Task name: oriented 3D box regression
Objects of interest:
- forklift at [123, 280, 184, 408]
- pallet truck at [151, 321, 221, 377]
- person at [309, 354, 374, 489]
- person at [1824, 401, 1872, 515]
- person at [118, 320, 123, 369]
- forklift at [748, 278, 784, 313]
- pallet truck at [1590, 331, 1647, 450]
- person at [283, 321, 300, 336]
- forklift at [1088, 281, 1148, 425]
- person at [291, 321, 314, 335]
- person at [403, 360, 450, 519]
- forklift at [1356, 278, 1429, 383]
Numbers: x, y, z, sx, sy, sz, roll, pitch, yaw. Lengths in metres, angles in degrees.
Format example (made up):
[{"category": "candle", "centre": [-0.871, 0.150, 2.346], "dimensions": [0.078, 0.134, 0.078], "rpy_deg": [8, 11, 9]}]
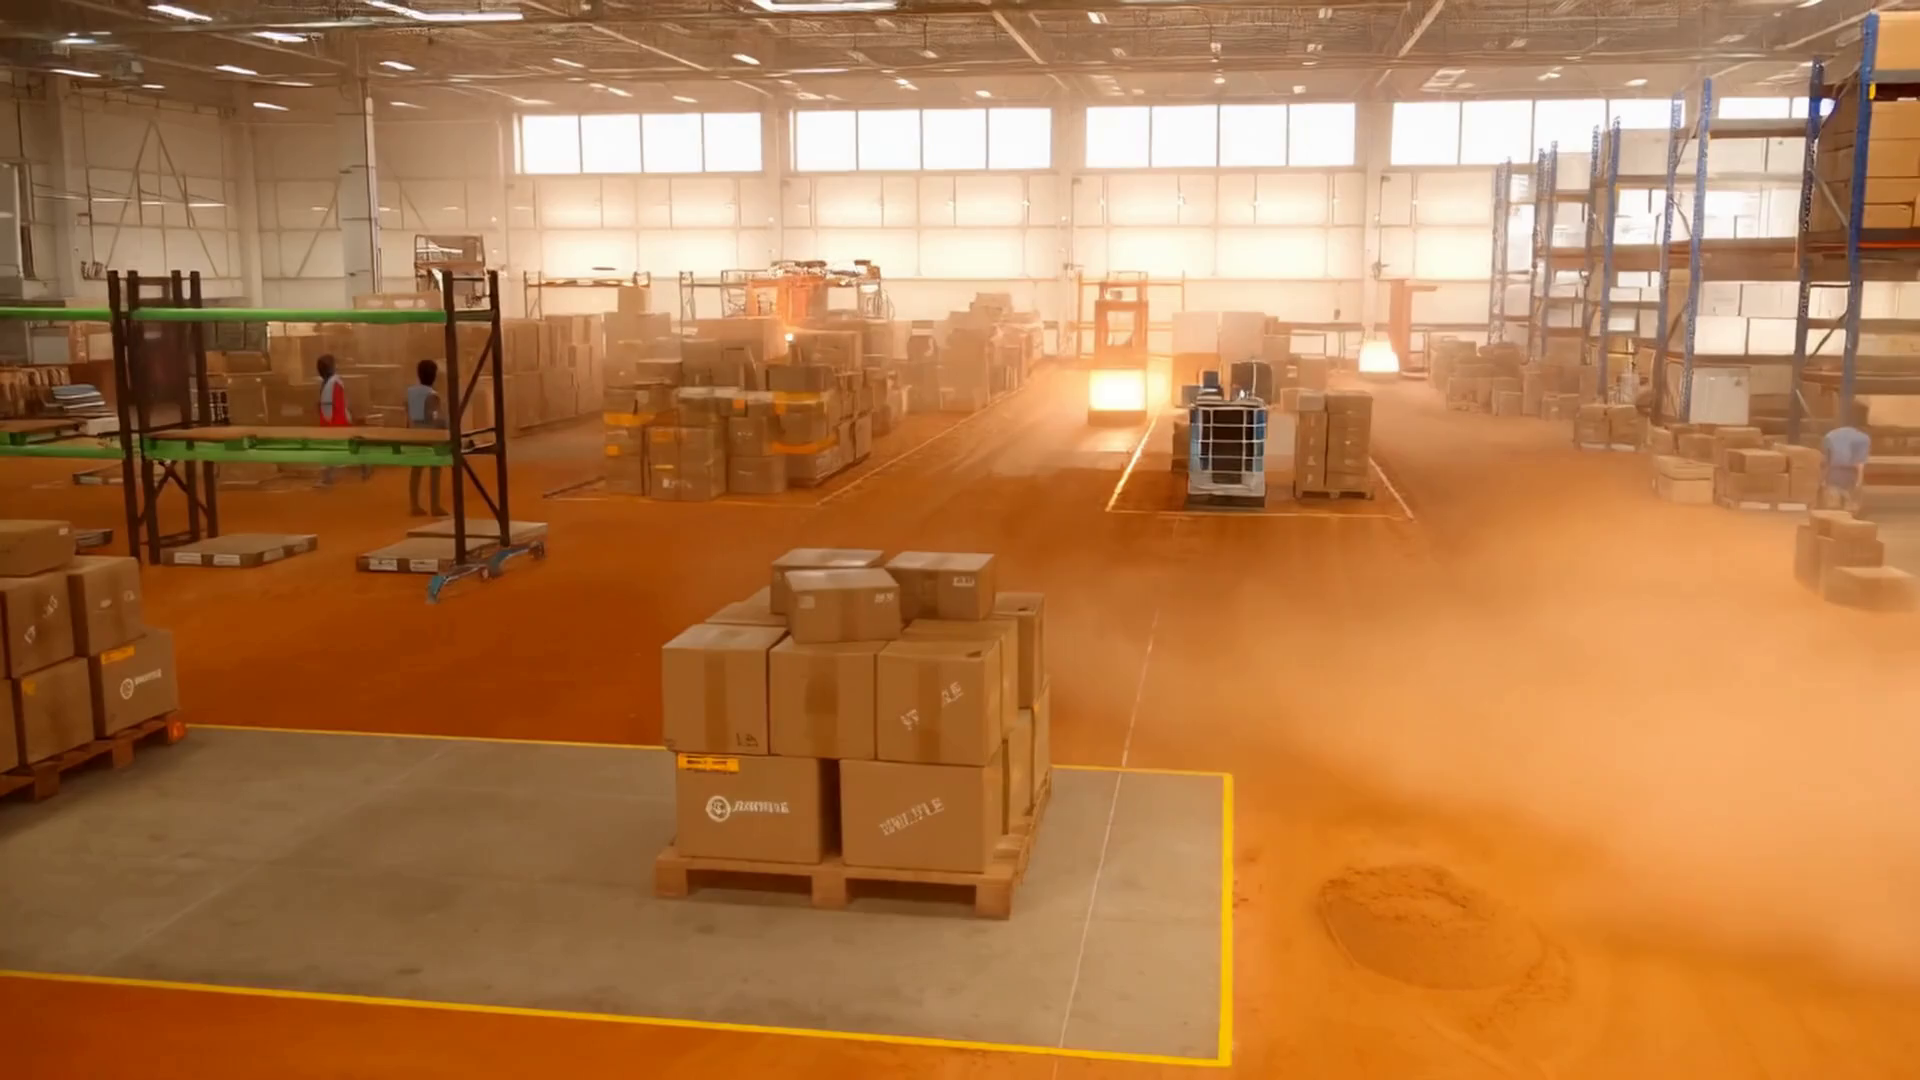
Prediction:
[{"category": "forklift", "centre": [-18.101, -4.426, 37.210], "dimensions": [1.129, 2.768, 1.873], "rpy_deg": [-6, 11, -32]}, {"category": "pallet truck", "centre": [-21.869, -5.598, 47.154], "dimensions": [0.823, 1.965, 1.885], "rpy_deg": [4, 10, 26]}, {"category": "person", "centre": [-8.685, -1.666, 23.248], "dimensions": [0.844, 1.895, 0.606], "rpy_deg": [-6, 11, -31]}, {"category": "person", "centre": [9.233, -0.609, 17.350], "dimensions": [0.443, 1.680, 0.545], "rpy_deg": [-3, 10, -19]}, {"category": "person", "centre": [-25.977, -6.092, 51.336], "dimensions": [0.317, 1.629, 0.510], "rpy_deg": [-2, 9, -12]}, {"category": "forklift", "centre": [-5.096, -5.498, 43.826], "dimensions": [1.129, 2.768, 1.873], "rpy_deg": [-3, 10, -15]}, {"category": "pallet truck", "centre": [11.253, -2.573, 28.499], "dimensions": [0.823, 1.965, 1.885], "rpy_deg": [5, 10, 27]}, {"category": "person", "centre": [-20.014, -5.988, 49.918], "dimensions": [0.356, 1.883, 0.573], "rpy_deg": [8, 12, 42]}, {"category": "forklift", "centre": [3.157, -3.740, 32.978], "dimensions": [1.129, 2.768, 1.873], "rpy_deg": [1, 9, 9]}, {"category": "person", "centre": [-17.217, -5.008, 43.699], "dimensions": [0.631, 1.940, 0.372], "rpy_deg": [0, 9, 2]}, {"category": "person", "centre": [-6.522, -1.231, 20.361], "dimensions": [0.605, 1.955, 0.394], "rpy_deg": [4, 10, 24]}, {"category": "forklift", "centre": [11.741, -5.676, 44.920], "dimensions": [1.873, 2.768, 1.129], "rpy_deg": [2, 9, 10]}]
